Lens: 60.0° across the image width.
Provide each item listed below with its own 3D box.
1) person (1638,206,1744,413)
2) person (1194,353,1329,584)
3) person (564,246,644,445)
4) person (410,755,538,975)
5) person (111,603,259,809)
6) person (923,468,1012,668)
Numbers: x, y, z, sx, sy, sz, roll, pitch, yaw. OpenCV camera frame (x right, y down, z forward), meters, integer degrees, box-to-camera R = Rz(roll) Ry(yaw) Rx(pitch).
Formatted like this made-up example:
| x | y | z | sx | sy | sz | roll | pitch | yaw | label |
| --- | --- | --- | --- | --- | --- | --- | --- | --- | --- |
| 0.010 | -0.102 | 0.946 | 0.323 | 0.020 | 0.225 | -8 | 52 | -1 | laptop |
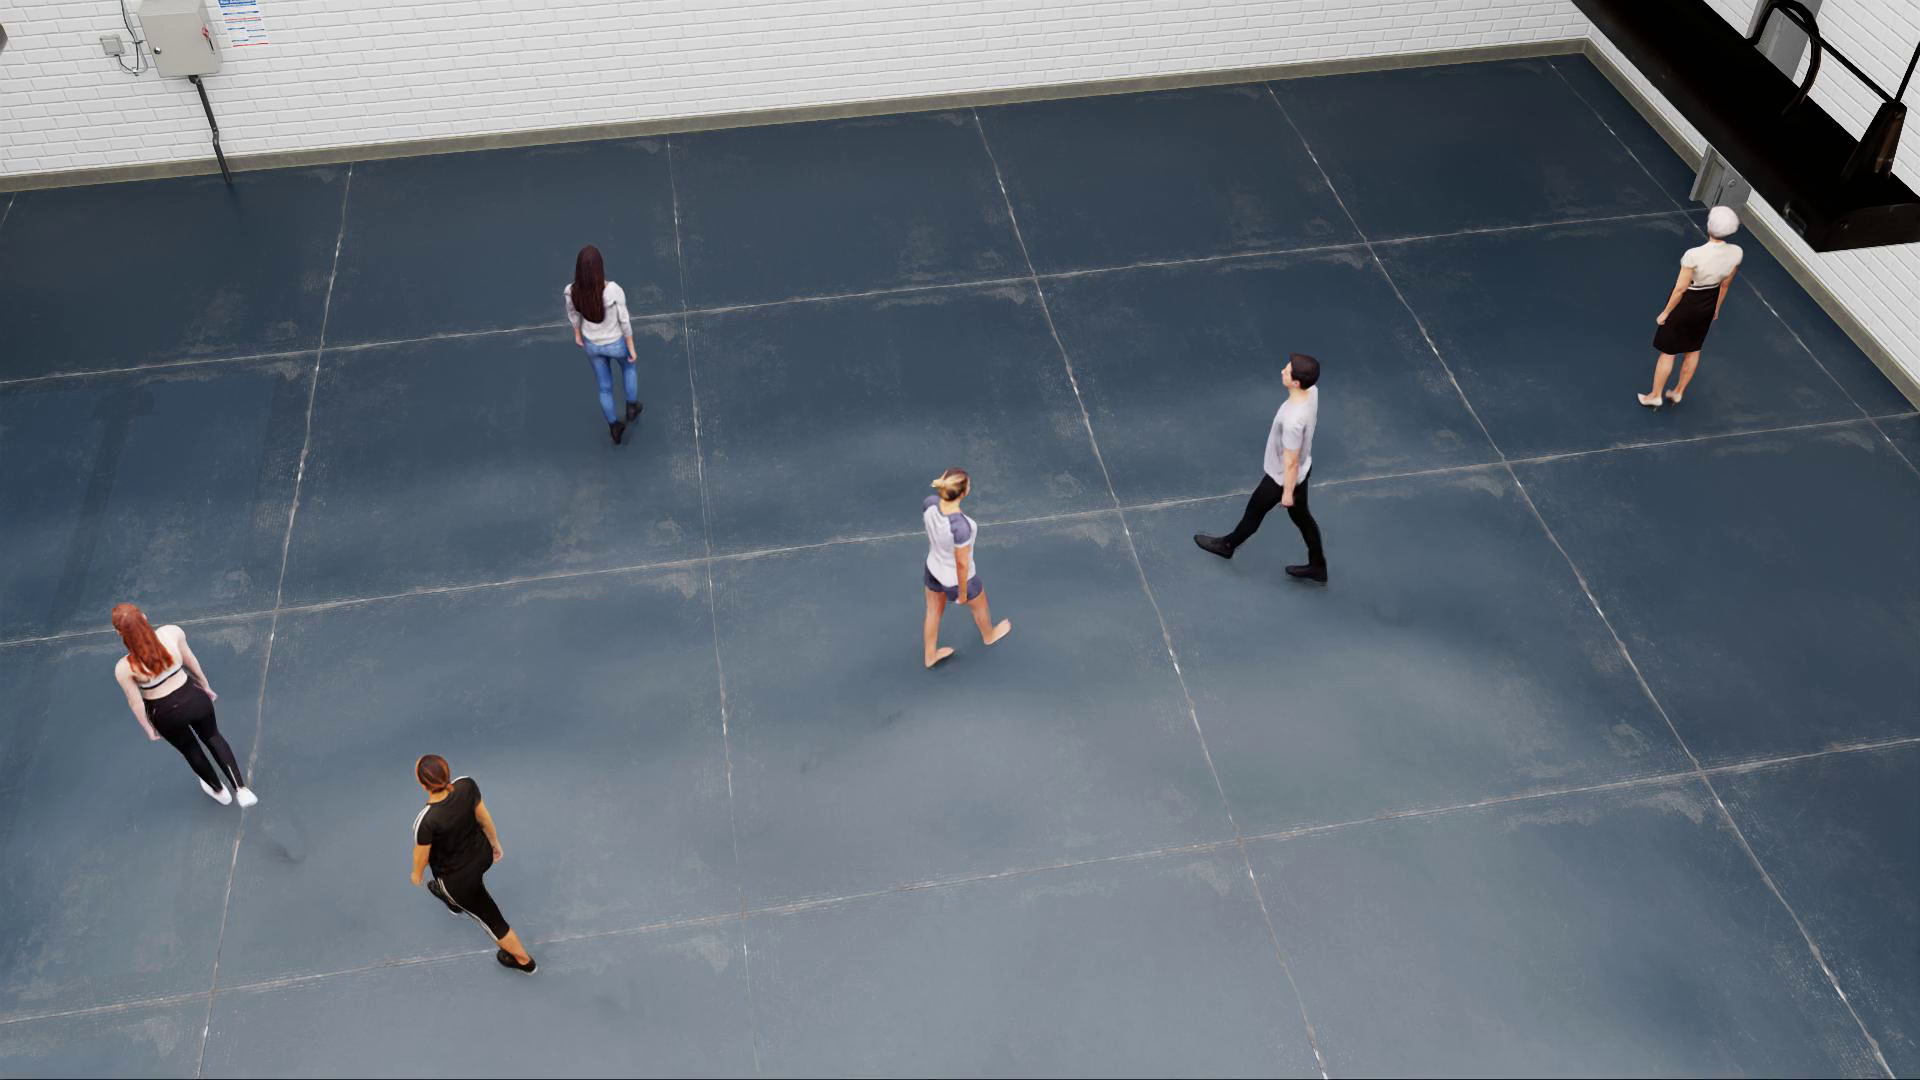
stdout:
| x | y | z | sx | sy | sz | roll | pitch | yaw | label |
| --- | --- | --- | --- | --- | --- | --- | --- | --- | --- |
| 5.477 | -1.705 | 12.455 | 0.637 | 1.752 | 0.512 | -6 | 44 | -7 | person |
| 2.265 | -0.412 | 11.052 | 1.206 | 1.815 | 1.233 | 19 | 47 | 19 | person |
| -2.611 | -1.377 | 12.211 | 0.710 | 1.615 | 0.750 | 2 | 44 | 2 | person |
| -2.586 | 1.775 | 8.895 | 1.051 | 1.623 | 1.080 | 19 | 47 | 19 | person |
| -4.454 | 1.022 | 9.606 | 0.960 | 1.734 | 0.879 | 30 | 51 | 28 | person |
| -0.114 | 0.234 | 10.531 | 0.906 | 1.599 | 0.912 | -32 | 52 | -29 | person |
